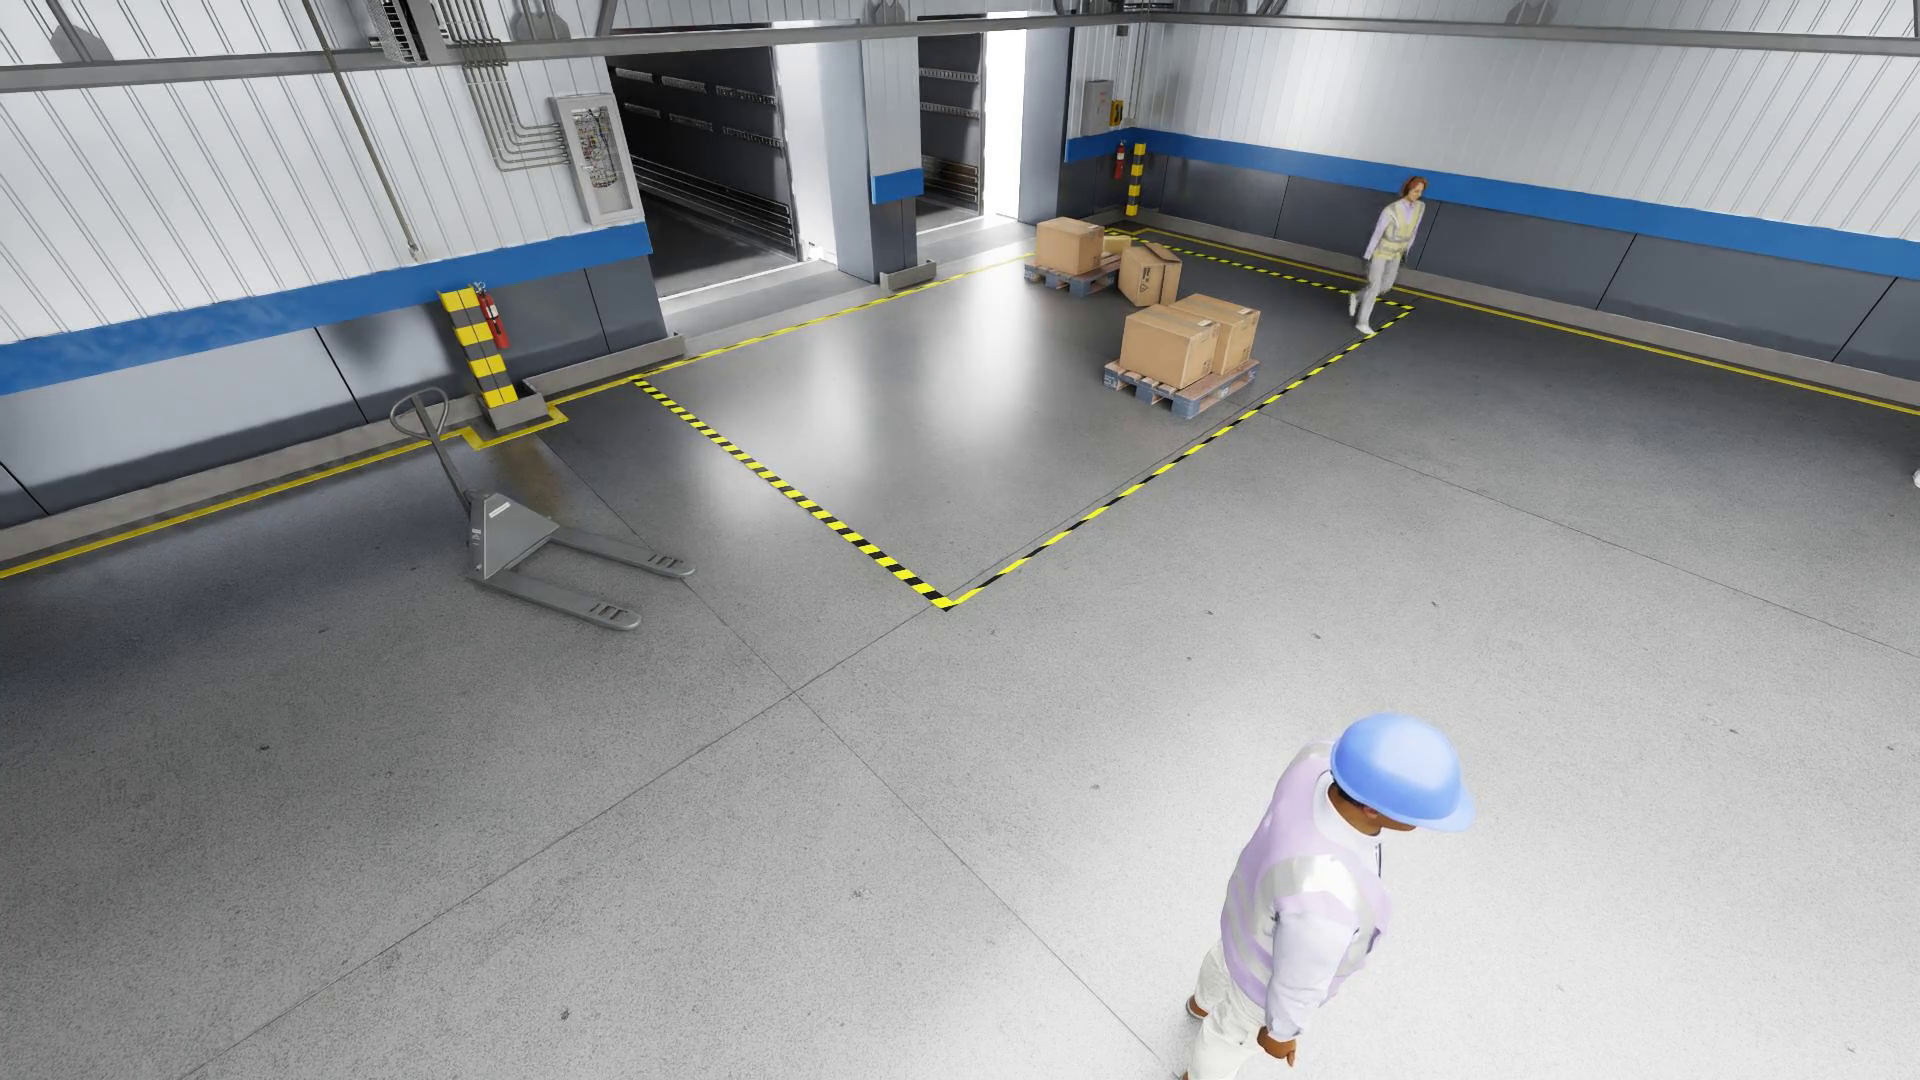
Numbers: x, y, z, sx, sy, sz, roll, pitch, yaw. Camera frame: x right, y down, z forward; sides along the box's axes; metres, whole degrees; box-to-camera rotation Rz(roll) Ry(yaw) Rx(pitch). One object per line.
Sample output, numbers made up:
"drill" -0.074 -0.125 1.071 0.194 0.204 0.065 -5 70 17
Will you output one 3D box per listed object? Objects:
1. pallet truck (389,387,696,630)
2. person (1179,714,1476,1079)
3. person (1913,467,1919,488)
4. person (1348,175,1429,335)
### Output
"pallet truck" -2.613 -0.247 4.593 1.601 1.201 0.680 14 40 17
"person" 0.961 1.177 2.172 0.387 1.948 0.603 14 40 17
"person" 7.817 -1.102 5.286 0.484 1.744 0.295 14 40 18
"person" 4.580 -3.108 7.976 0.527 1.616 0.617 -12 39 -15
